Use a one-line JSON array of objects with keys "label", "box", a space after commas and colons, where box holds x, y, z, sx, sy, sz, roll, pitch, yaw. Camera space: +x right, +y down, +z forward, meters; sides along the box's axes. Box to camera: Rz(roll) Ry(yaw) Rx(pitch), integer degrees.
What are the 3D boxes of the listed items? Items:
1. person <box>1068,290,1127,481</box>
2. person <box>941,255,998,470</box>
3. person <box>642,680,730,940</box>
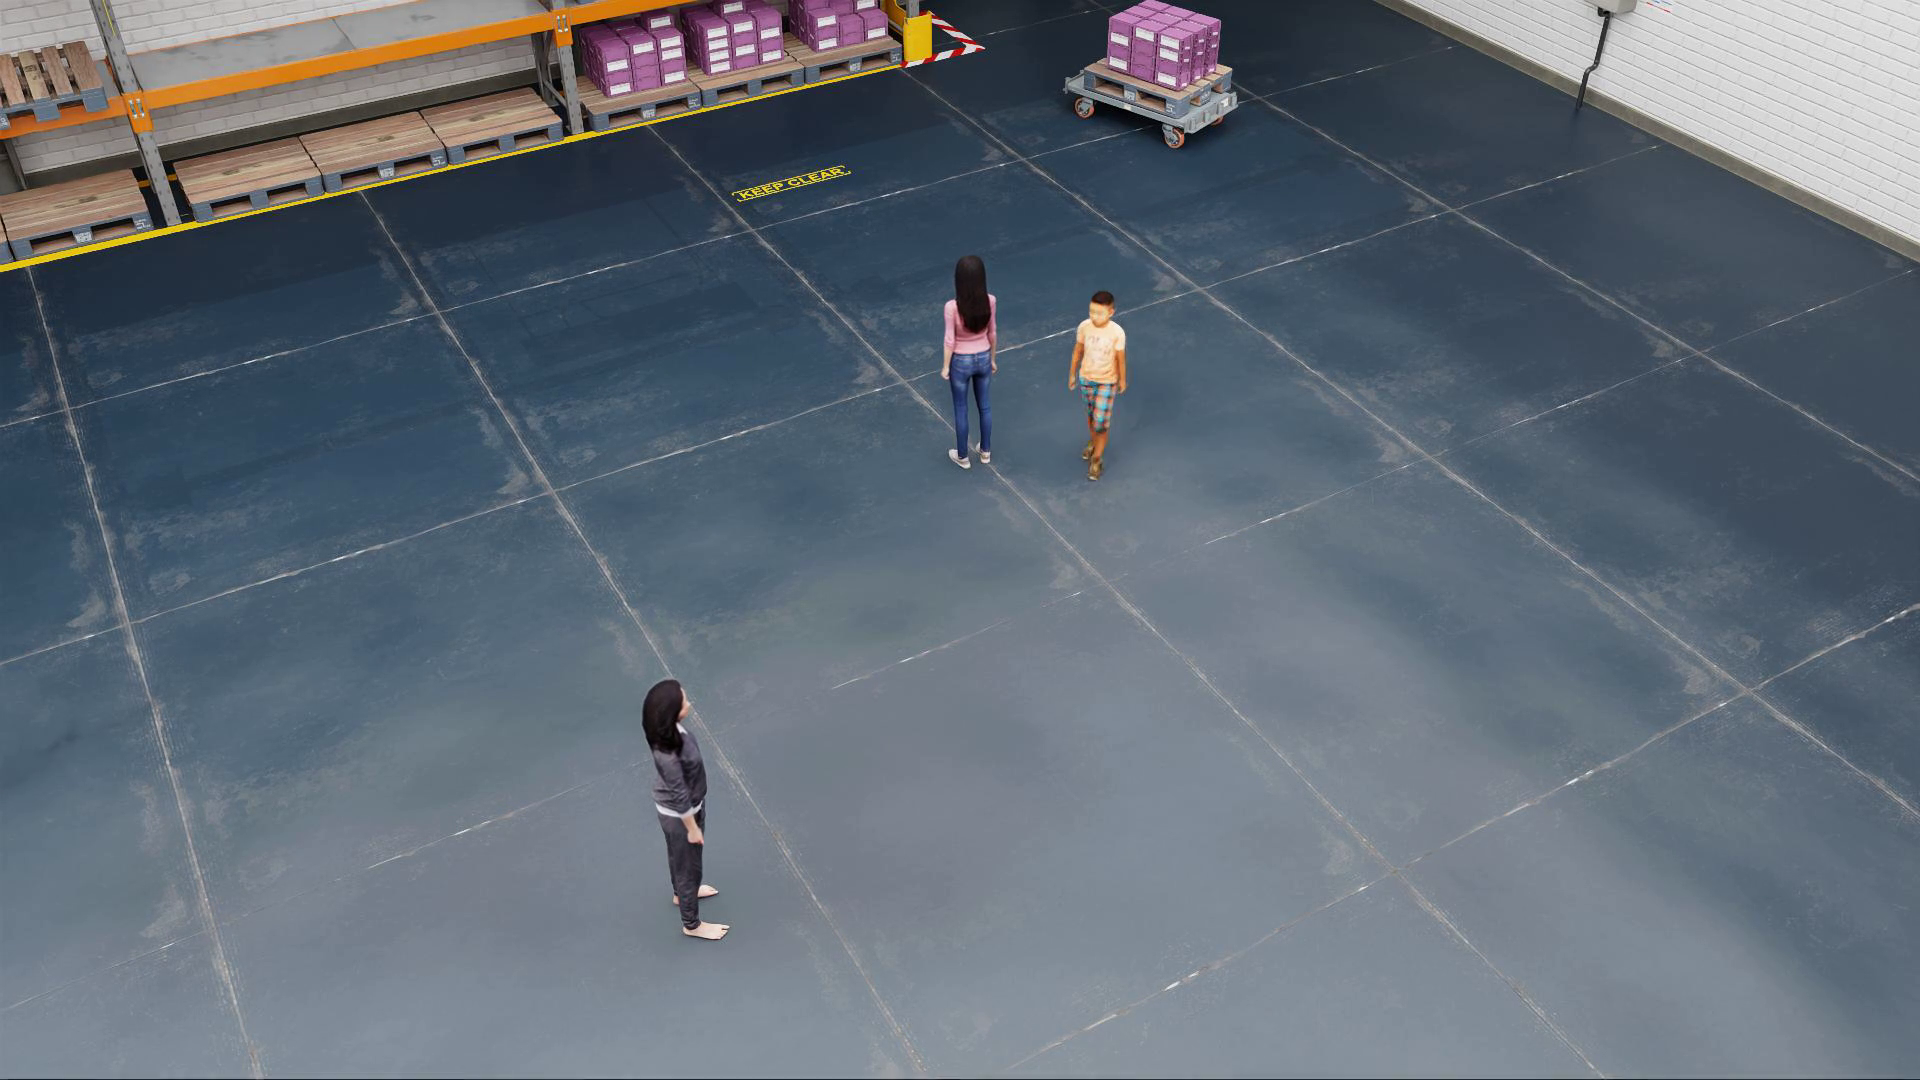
[{"label": "person", "box": [1.060, -1.235, 12.393, 0.781, 1.449, 0.874, 16, 41, 20]}, {"label": "person", "box": [0.072, -1.310, 12.253, 0.477, 1.742, 0.670, -14, 41, -17]}, {"label": "person", "box": [-1.490, 1.417, 8.820, 0.579, 1.765, 0.634, -11, 40, -14]}]
